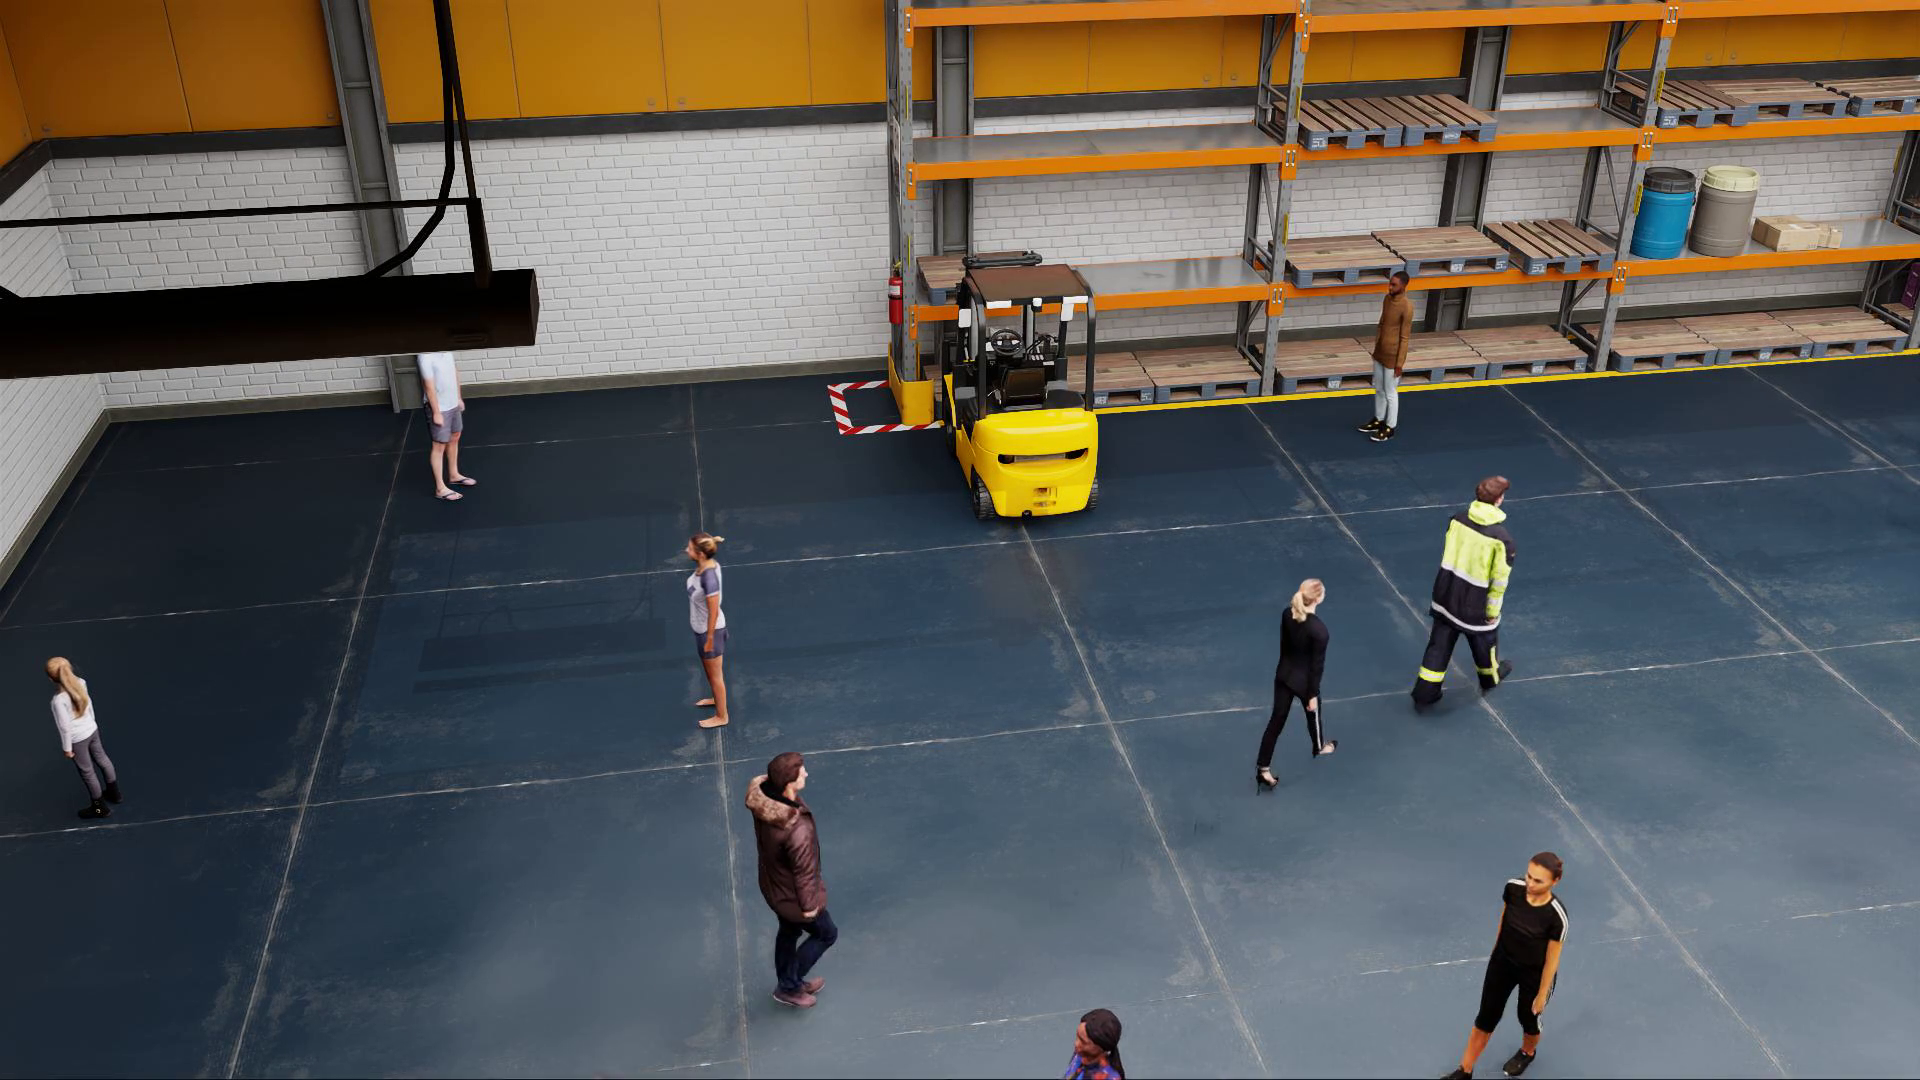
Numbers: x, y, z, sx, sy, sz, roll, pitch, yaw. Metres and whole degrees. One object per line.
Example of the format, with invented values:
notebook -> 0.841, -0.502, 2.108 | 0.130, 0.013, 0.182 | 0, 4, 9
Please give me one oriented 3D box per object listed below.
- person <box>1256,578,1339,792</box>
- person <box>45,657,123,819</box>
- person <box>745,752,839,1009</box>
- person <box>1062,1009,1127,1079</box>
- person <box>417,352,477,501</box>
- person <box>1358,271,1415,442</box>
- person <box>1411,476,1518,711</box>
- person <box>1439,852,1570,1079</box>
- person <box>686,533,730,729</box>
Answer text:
person -> 2.340, 1.065, 11.851 | 1.148, 1.659, 0.944 | -20, 35, -33
person -> -6.173, 1.370, 11.690 | 0.570, 1.278, 0.553 | 4, 29, 8
person -> -1.068, 2.062, 9.837 | 0.822, 1.839, 0.853 | -14, 32, -24
person -> 0.703, 2.997, 8.242 | 0.988, 1.724, 0.669 | -8, 30, -15
person -> -4.992, -1.295, 16.002 | 0.686, 1.829, 0.711 | 6, 29, 12
person -> 4.451, -1.917, 17.154 | 0.606, 1.816, 0.669 | -10, 30, -18
person -> 3.820, 0.446, 12.696 | 1.342, 1.938, 1.160 | -22, 35, -34
person -> 3.235, 2.408, 9.405 | 1.026, 1.644, 0.837 | -17, 33, -29
person -> -1.900, 0.663, 12.625 | 0.525, 1.625, 0.573 | -4, 29, -8
